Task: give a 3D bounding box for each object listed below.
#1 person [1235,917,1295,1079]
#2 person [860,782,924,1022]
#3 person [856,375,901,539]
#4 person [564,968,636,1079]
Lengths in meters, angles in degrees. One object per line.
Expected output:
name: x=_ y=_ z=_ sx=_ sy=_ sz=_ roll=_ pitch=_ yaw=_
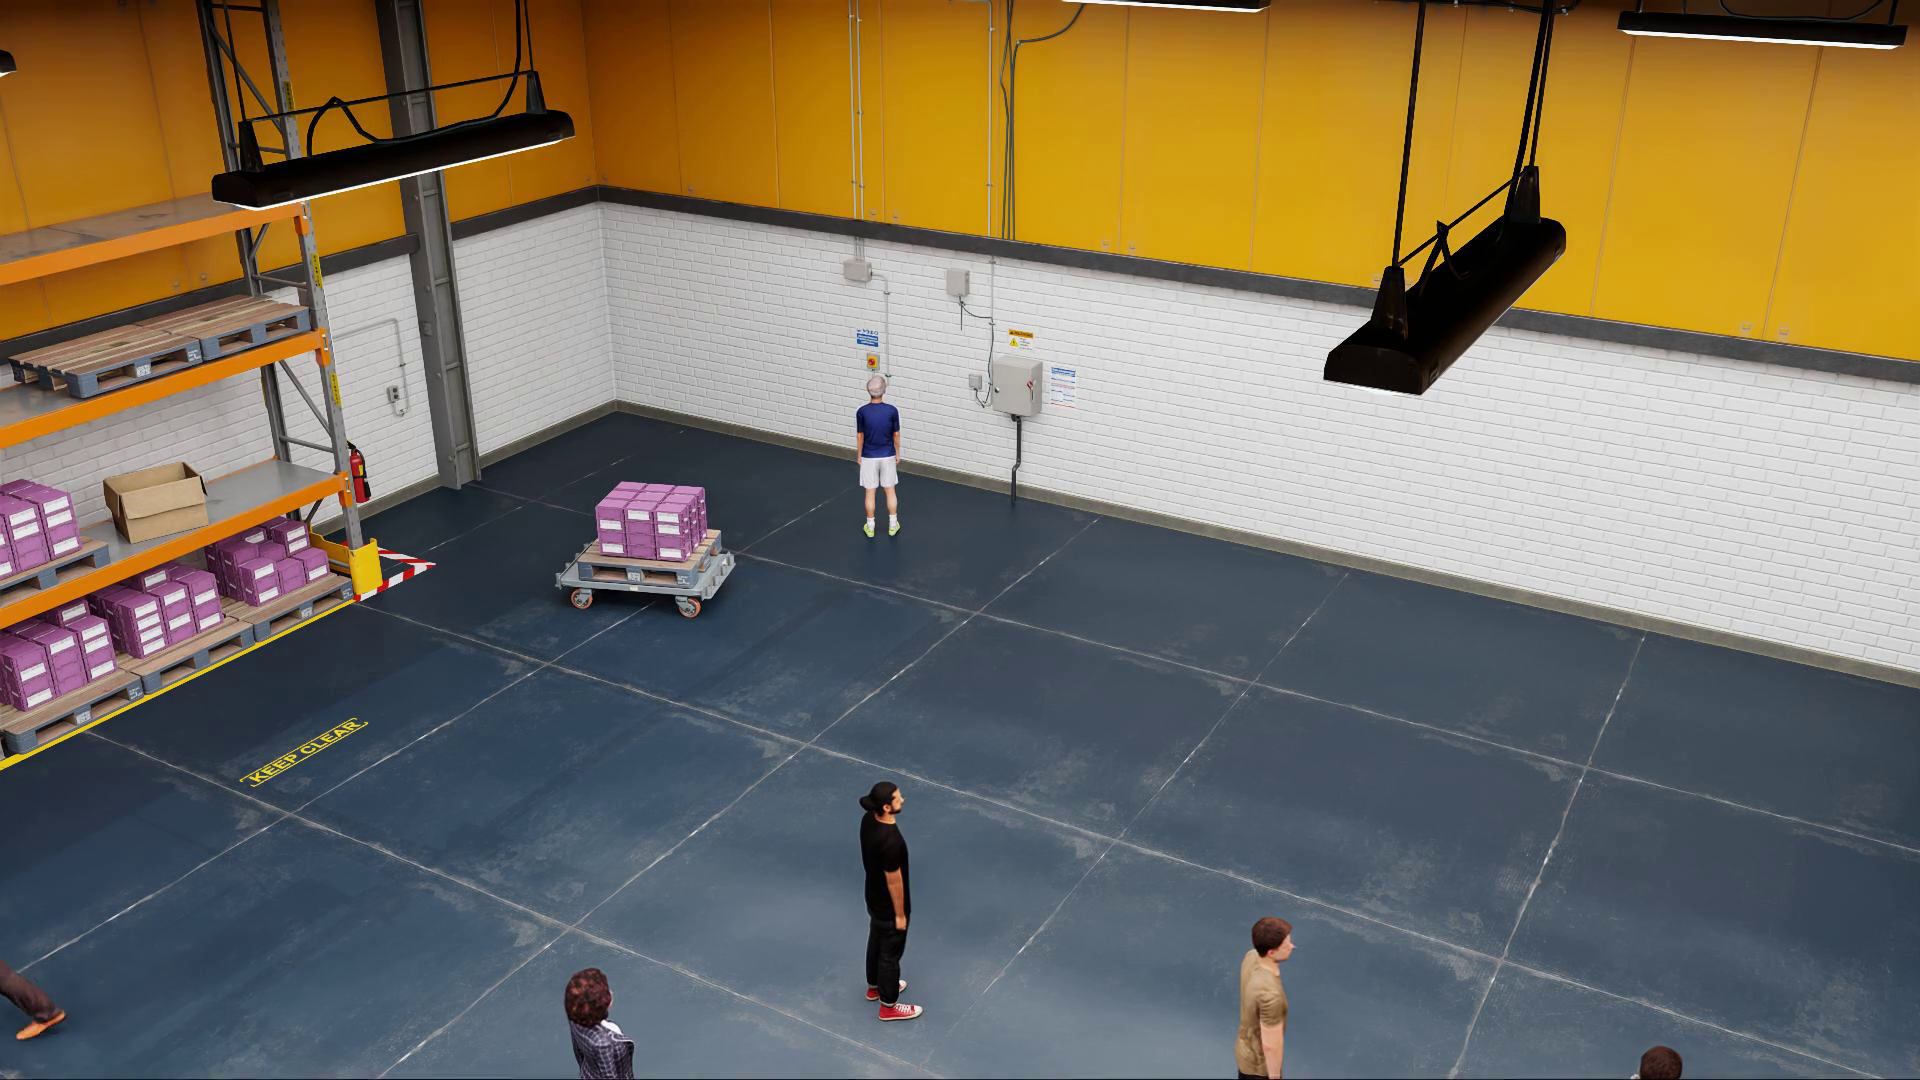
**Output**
person: x=1.704 y=2.939 z=9.507 sx=0.814 sy=1.851 sz=0.699 roll=-1 pitch=24 yaw=-1
person: x=-0.486 y=2.356 z=10.957 sx=0.759 sy=1.758 sz=0.726 roll=-10 pitch=25 yaw=-21
person: x=-0.906 y=-0.931 z=18.378 sx=0.710 sy=1.836 sz=0.739 roll=-3 pitch=24 yaw=-8
person: x=-1.990 y=3.119 z=9.281 sx=0.681 sy=1.703 sz=0.690 roll=-17 pitch=29 yaw=-33
